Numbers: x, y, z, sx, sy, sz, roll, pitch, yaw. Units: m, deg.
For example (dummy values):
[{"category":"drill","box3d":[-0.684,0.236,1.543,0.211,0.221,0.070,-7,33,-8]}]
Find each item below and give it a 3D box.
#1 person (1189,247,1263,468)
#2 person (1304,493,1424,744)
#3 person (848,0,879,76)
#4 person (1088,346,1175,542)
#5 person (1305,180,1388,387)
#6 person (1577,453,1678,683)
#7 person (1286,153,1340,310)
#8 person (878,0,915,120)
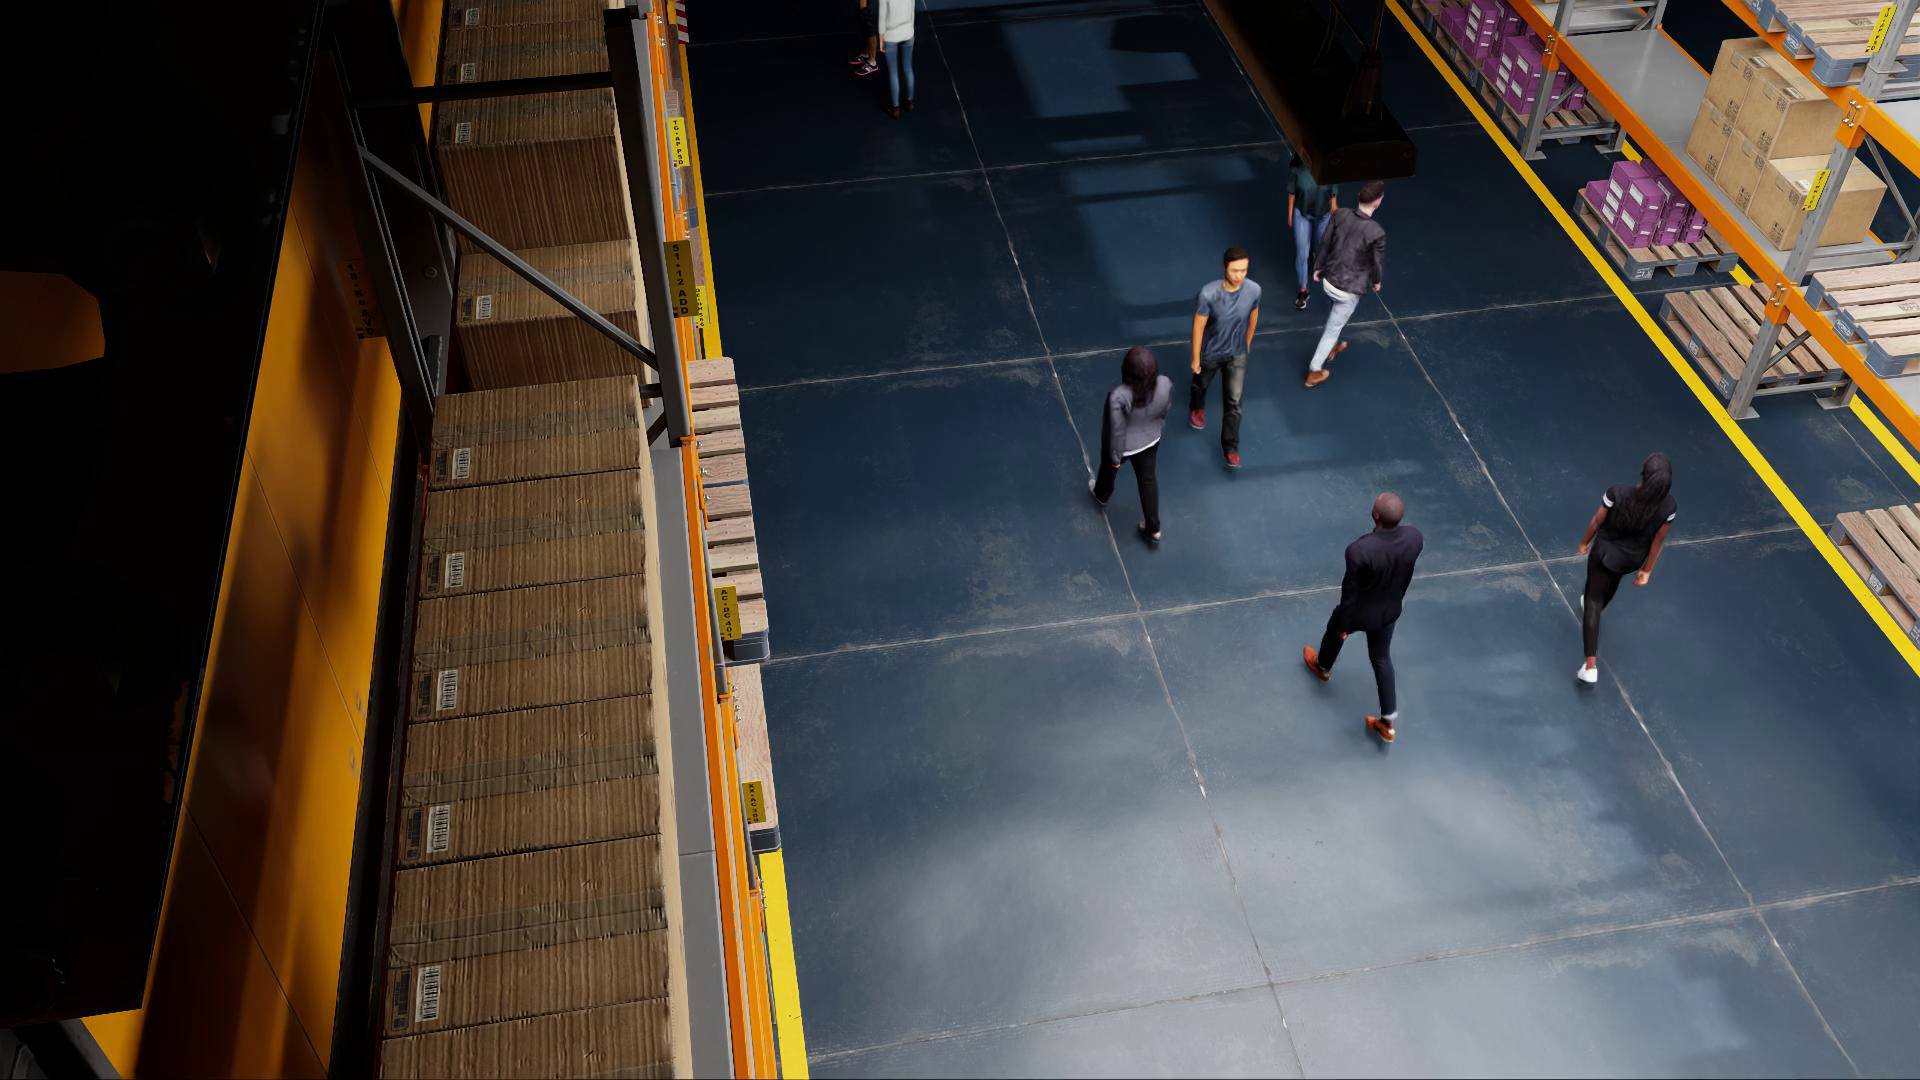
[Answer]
[{"category":"person","box3d":[1.937,-1.484,12.493,0.726,1.767,1.138,-4,44,-4]},{"category":"person","box3d":[2.613,0.509,10.396,0.805,1.773,1.222,-13,45,-13]},{"category":"person","box3d":[-0.980,-5.567,16.806,0.638,1.730,0.490,-10,45,-10]},{"category":"person","box3d":[1.267,-0.663,11.780,0.848,1.561,1.121,-18,47,-18]},{"category":"person","box3d":[2.929,-1.947,12.948,0.975,1.810,0.961,-32,52,-29]},{"category":"person","box3d":[4.266,0.178,10.801,0.860,1.694,1.243,5,44,5]},{"category":"person","box3d":[2.958,-2.764,13.971,0.823,1.582,1.065,4,44,4]},{"category":"person","box3d":[-0.602,-4.919,16.186,0.623,1.647,0.610,-23,48,-22]}]
